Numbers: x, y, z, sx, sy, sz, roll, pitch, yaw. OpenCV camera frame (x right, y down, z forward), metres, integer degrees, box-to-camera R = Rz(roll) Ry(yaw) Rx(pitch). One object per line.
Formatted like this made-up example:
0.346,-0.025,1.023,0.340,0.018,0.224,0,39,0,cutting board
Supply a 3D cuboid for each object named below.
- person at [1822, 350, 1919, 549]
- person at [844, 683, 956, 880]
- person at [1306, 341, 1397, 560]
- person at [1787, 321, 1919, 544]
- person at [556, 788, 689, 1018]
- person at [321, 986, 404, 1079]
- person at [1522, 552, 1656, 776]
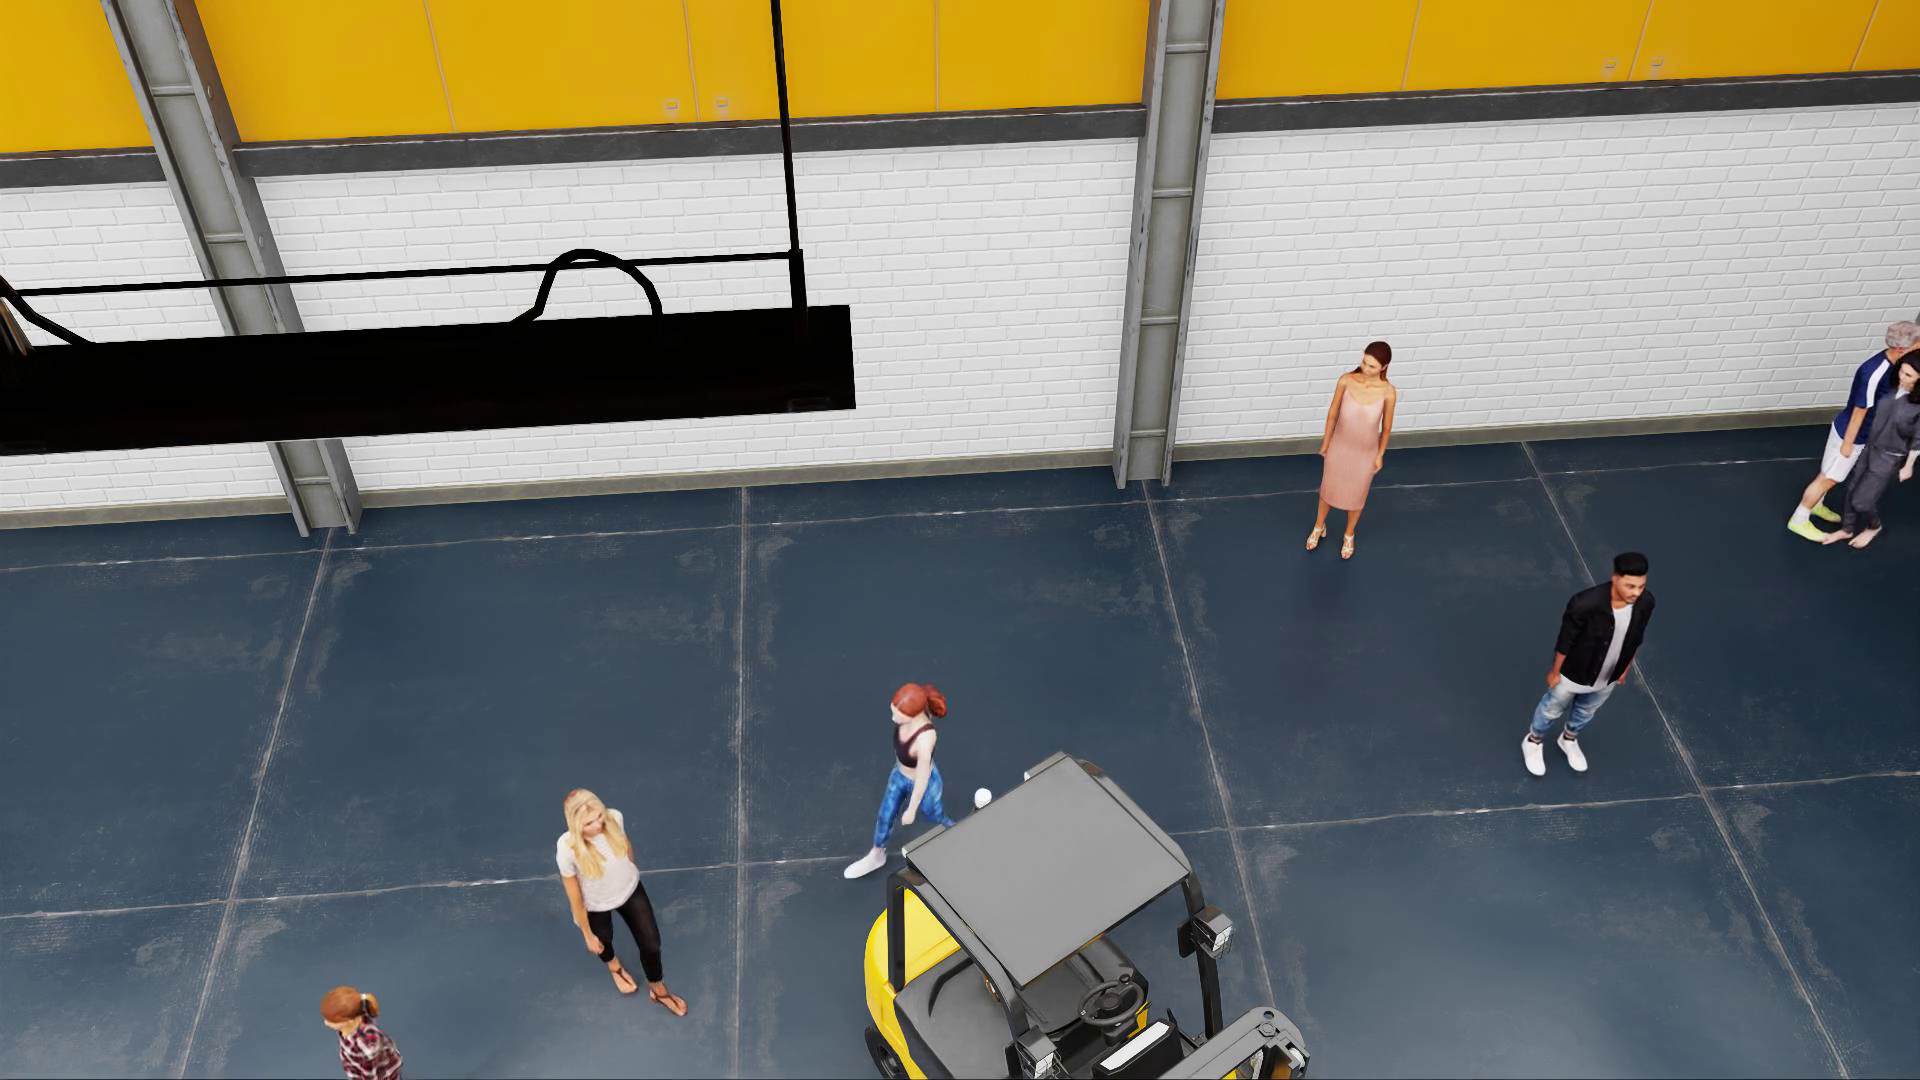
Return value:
6.432,-0.633,11.471,0.720,1.736,0.666,-12,45,-12,person
-0.138,1.392,9.341,1.192,1.741,0.763,-10,44,-10,person
2.703,-0.631,11.399,0.610,1.831,0.724,17,46,17,person
6.226,-0.779,11.551,0.684,1.835,0.766,-34,53,-30,person
-1.937,1.852,8.811,0.947,1.806,0.893,32,52,29,person
-2.889,2.615,8.393,0.824,1.278,0.731,-29,51,-27,person
3.782,0.715,10.002,0.519,1.808,0.746,-4,44,-5,person
